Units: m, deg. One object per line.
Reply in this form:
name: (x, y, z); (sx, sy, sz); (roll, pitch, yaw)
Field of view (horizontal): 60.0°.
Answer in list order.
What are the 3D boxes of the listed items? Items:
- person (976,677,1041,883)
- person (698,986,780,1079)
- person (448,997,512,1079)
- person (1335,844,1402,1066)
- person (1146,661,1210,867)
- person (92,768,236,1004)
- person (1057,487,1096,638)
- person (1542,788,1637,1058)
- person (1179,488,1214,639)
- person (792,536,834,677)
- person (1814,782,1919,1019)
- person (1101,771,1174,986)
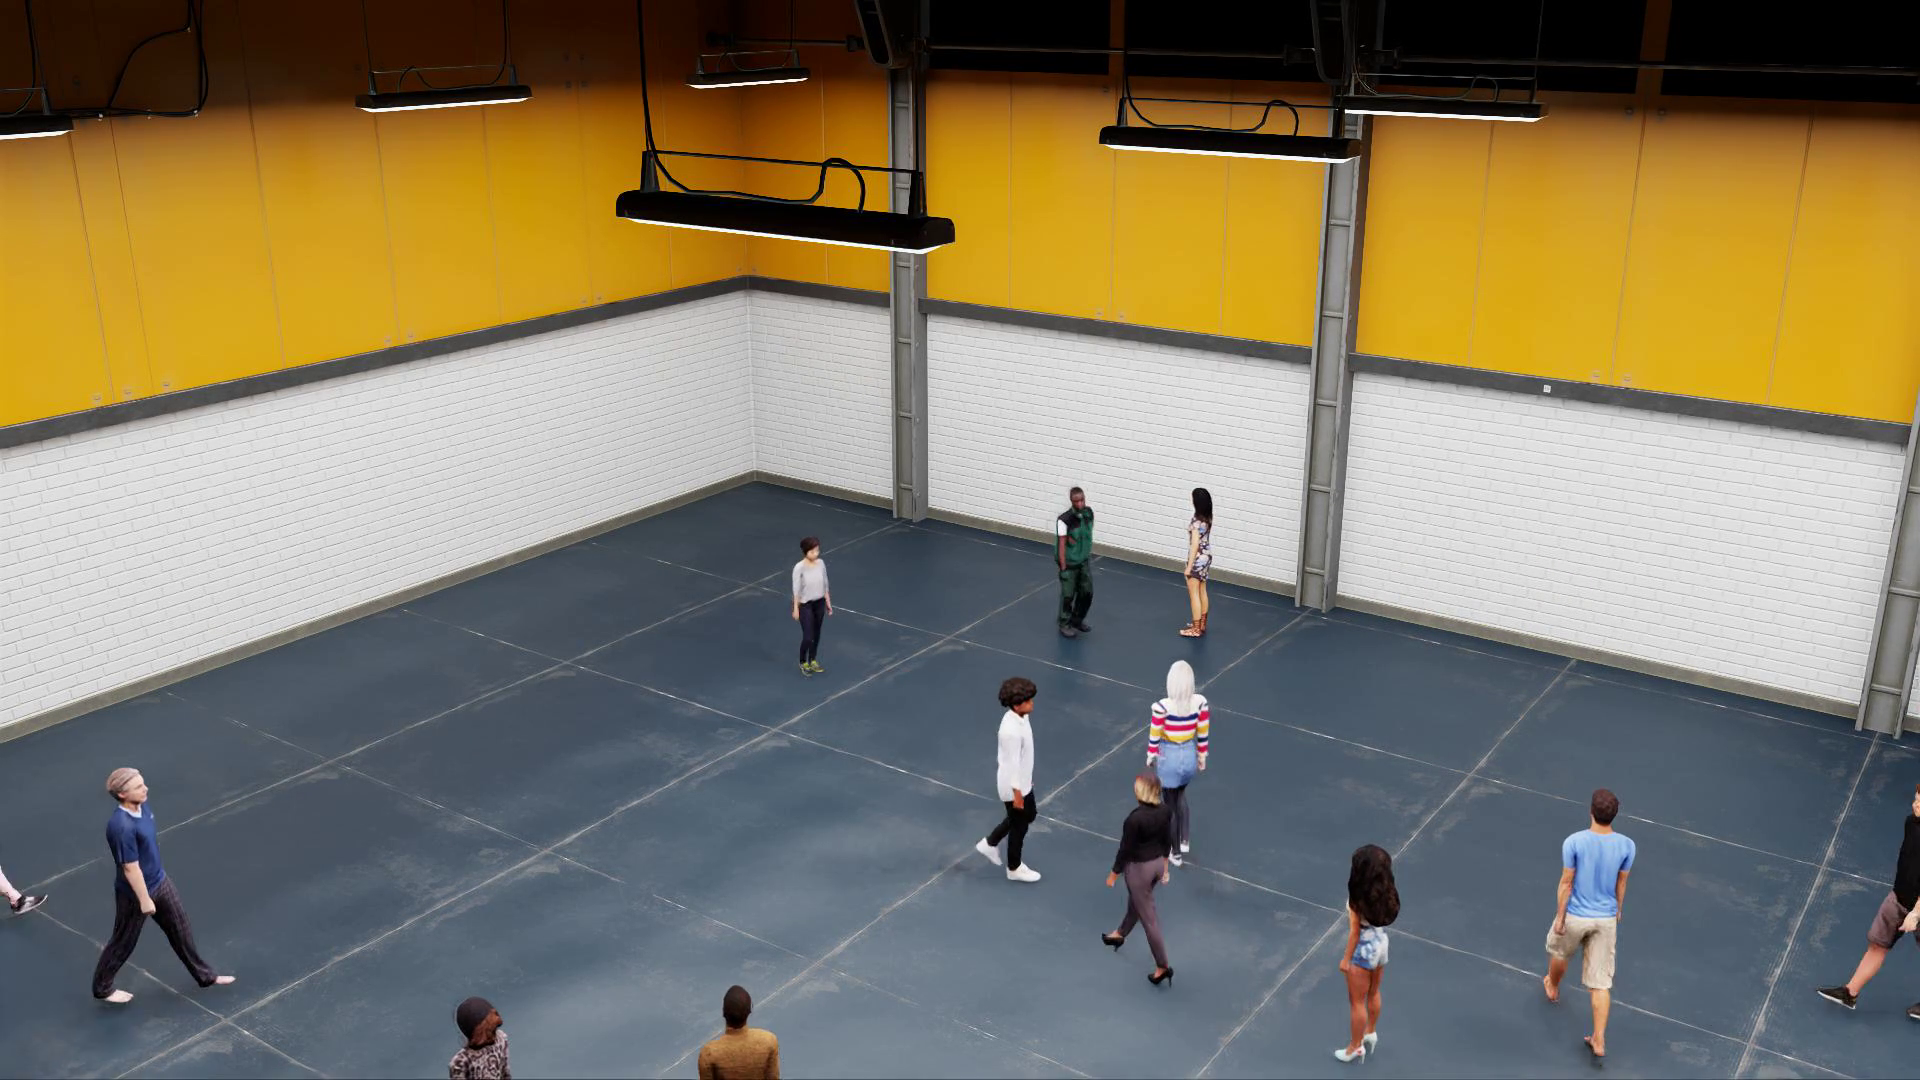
person: (0.381, 1.941, 13.533); (0.907, 1.801, 0.822); (3, 19, 7)
person: (-1.224, 3.355, 9.330); (0.867, 1.804, 0.958); (-8, 20, -22)
person: (-2.690, 3.353, 9.479); (0.552, 1.713, 0.565); (12, 22, 33)
person: (2.749, 2.798, 11.261); (0.579, 1.626, 0.579); (16, 24, 39)
person: (1.820, 1.872, 13.741); (0.761, 1.800, 0.799); (-5, 19, -16)
person: (-5.925, 2.502, 11.836); (1.268, 1.821, 1.167); (-2, 19, -5)
person: (1.247, 0.241, 18.588); (0.788, 1.797, 0.793); (15, 24, 37)
person: (4.352, 2.644, 11.415); (1.266, 1.820, 1.085); (3, 19, 8)
person: (2.680, 0.243, 18.677); (0.527, 1.736, 0.607); (11, 21, 29)
person: (-1.637, 0.666, 17.729); (0.572, 1.539, 0.595); (18, 25, 42)
person: (6.809, 2.564, 11.665); (1.262, 1.813, 1.146); (-1, 19, -4)
person: (1.416, 2.503, 12.117); (0.998, 1.640, 0.696); (16, 25, 40)
